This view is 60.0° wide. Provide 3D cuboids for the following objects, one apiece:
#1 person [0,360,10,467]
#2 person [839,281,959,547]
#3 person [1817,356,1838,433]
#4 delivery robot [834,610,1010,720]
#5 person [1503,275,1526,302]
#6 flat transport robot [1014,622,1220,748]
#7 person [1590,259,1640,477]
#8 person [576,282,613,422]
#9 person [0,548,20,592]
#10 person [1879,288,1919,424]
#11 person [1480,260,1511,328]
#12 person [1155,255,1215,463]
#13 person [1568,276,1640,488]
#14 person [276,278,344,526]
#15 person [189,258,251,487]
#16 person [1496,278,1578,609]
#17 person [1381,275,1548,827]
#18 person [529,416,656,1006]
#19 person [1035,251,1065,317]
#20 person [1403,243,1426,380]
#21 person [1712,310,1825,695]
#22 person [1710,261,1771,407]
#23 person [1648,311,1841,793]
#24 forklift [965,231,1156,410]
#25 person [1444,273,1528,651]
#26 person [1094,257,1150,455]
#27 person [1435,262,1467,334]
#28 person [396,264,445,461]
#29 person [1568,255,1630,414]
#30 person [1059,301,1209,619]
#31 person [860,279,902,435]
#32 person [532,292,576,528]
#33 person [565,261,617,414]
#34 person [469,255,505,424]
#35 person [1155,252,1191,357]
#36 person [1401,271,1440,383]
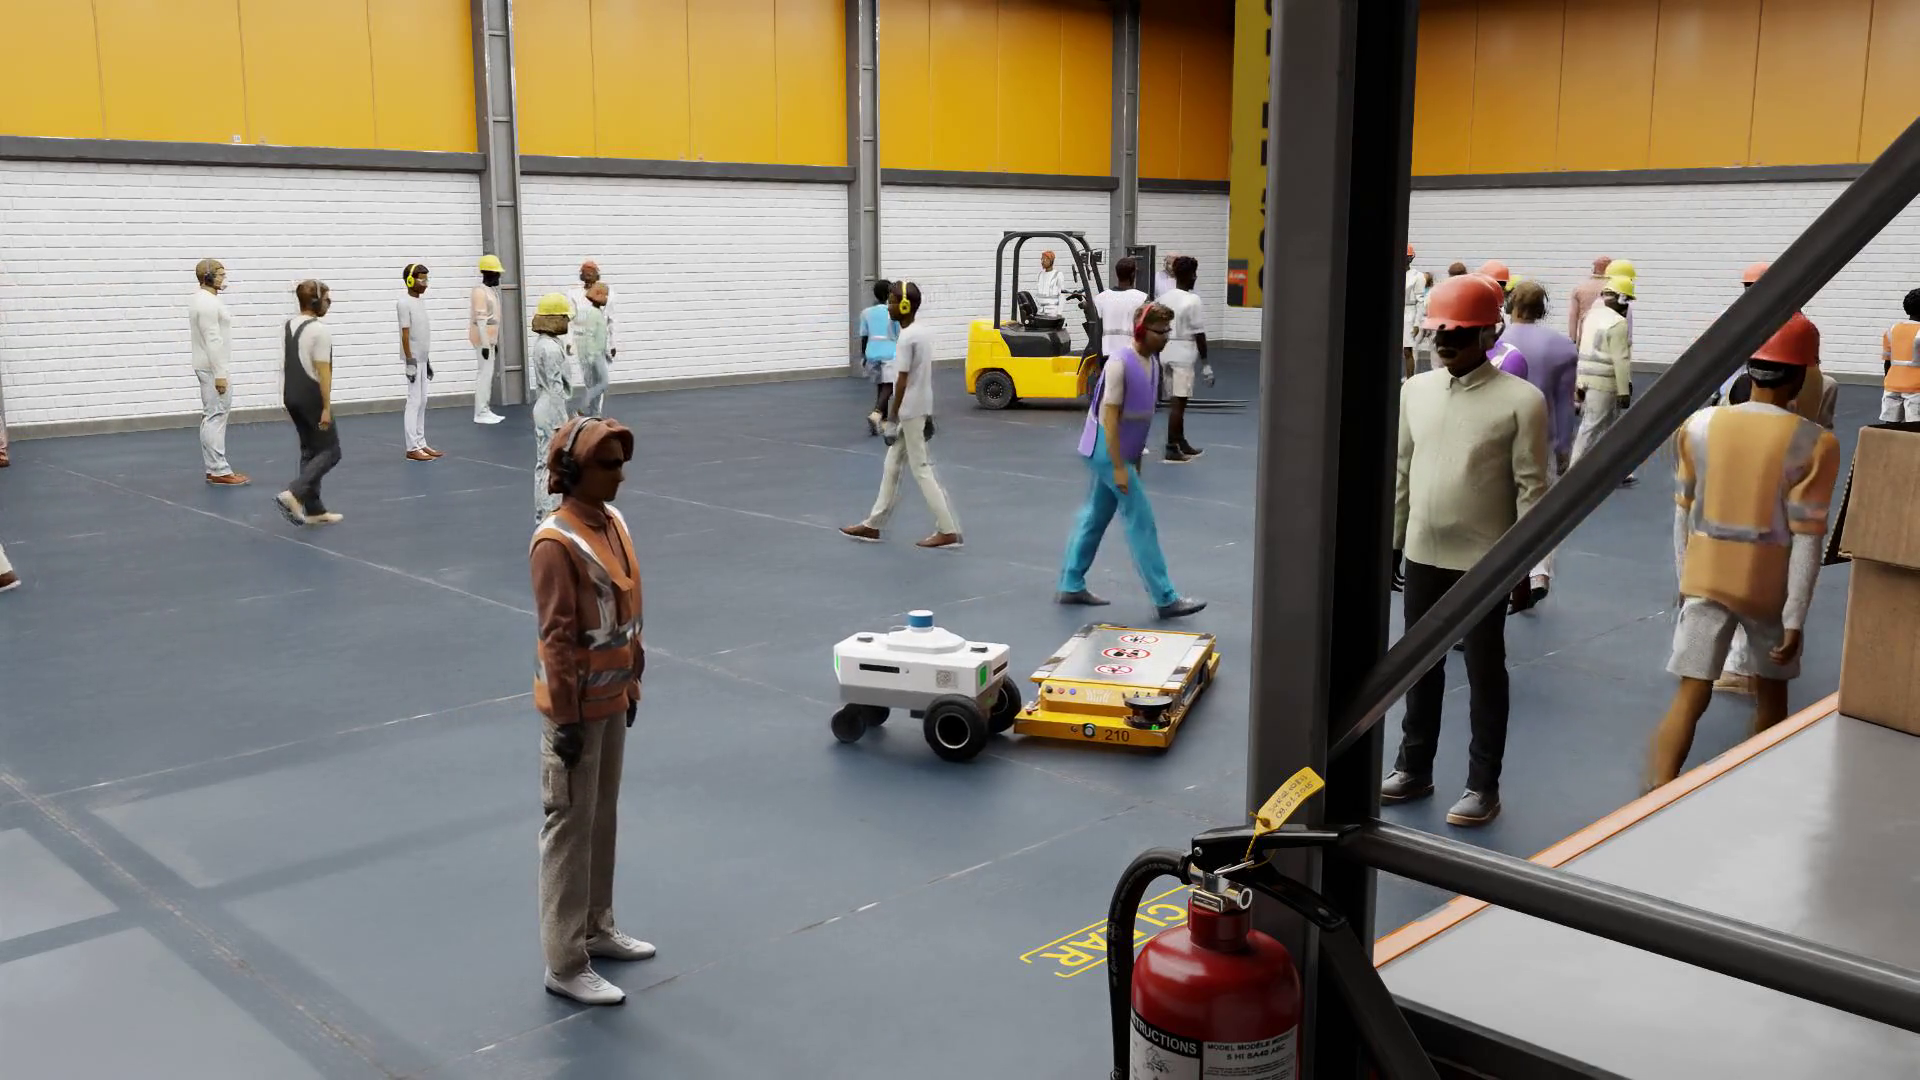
[{"bbox_3d":[-9.055,-1.597,15.264,0.660,1.897,0.394,6,12,32],"label":"person"},{"bbox_3d":[-0.409,-0.850,11.410,0.887,1.816,0.552,1,10,8],"label":"person"},{"bbox_3d":[4.696,-0.406,9.468,0.499,1.632,0.285,2,11,8],"label":"person"},{"bbox_3d":[-0.163,0.540,6.998,0.707,0.478,0.477,4,11,20],"label":"delivery robot"},{"bbox_3d":[5.420,-1.753,16.515,0.406,1.748,0.522,1,10,6],"label":"person"},{"bbox_3d":[0.749,0.626,7.557,0.652,0.197,1.431,3,11,17],"label":"flat transport robot"},{"bbox_3d":[5.710,-1.490,14.577,0.380,1.926,0.590,-1,10,-3],"label":"person"},{"bbox_3d":[-4.020,-2.044,18.439,0.348,1.616,0.524,0,10,-3],"label":"person"},{"bbox_3d":[-5.906,-0.539,9.648,0.572,1.875,0.560,-6,12,-28],"label":"person"},{"bbox_3d":[7.945,-1.252,13.913,0.319,1.696,0.532,-3,11,-17],"label":"person"},{"bbox_3d":[4.213,-1.255,13.272,0.545,1.938,0.361,-3,11,-17],"label":"person"},{"bbox_3d":[2.117,-1.694,15.672,0.519,1.966,0.642,-6,12,-28],"label":"person"},{"bbox_3d":[5.456,-1.295,13.856,0.772,1.791,0.628,0,10,-2],"label":"person"},{"bbox_3d":[-4.753,-0.971,12.033,0.542,1.825,0.528,6,12,31],"label":"person"},{"bbox_3d":[-6.352,-1.426,14.199,0.373,1.940,0.628,-6,12,-29],"label":"person"},{"bbox_3d":[3.235,-0.553,9.590,0.644,1.901,0.935,1,10,3],"label":"person"},{"bbox_3d":[1.798,0.042,6.048,0.401,1.989,0.623,-9,14,-41],"label":"person"},{"bbox_3d":[-1.043,0.468,4.694,0.311,1.636,0.521,1,10,7],"label":"person"},{"bbox_3d":[1.393,-3.588,26.136,0.341,1.882,0.587,-9,14,-40],"label":"person"},{"bbox_3d":[5.783,-2.874,21.807,0.381,2.045,0.605,-8,13,-38],"label":"person"},{"bbox_3d":[3.730,-0.201,7.779,0.625,1.847,0.429,-9,14,-41],"label":"person"},{"bbox_3d":[6.009,-1.143,12.665,0.550,1.933,0.375,9,13,39],"label":"person"},{"bbox_3d":[2.663,0.161,5.693,0.541,1.894,0.983,9,14,41],"label":"person"},{"bbox_3d":[1.222,-2.721,20.561,2.313,2.155,1.214,2,11,13],"label":"forklift"},{"bbox_3d":[2.636,-0.397,8.587,0.360,1.939,0.543,-5,12,-27],"label":"person"},{"bbox_3d":[1.579,-1.768,16.122,0.590,1.919,0.391,6,12,29],"label":"person"},{"bbox_3d":[6.063,-2.462,20.245,0.534,1.805,0.695,-10,14,-44],"label":"person"},{"bbox_3d":[-5.155,-1.687,15.841,0.329,1.861,0.507,0,10,0],"label":"person"},{"bbox_3d":[7.544,-2.398,19.628,0.681,1.899,0.433,6,12,29],"label":"person"},{"bbox_3d":[0.977,-0.435,9.298,1.011,1.762,0.571,4,11,22],"label":"person"},{"bbox_3d":[-0.848,-1.957,17.830,0.540,1.679,0.768,5,11,24],"label":"person"},{"bbox_3d":[-2.778,-0.823,11.440,0.324,1.743,0.490,-4,11,-23],"label":"person"},{"bbox_3d":[-4.276,-2.312,19.334,0.581,1.849,0.952,0,10,-2],"label":"person"},{"bbox_3d":[-5.359,-2.282,18.942,0.435,1.912,0.590,0,10,-1],"label":"person"},{"bbox_3d":[2.812,-2.886,22.269,0.638,1.902,0.407,-3,11,-14],"label":"person"},{"bbox_3d":[6.594,-3.015,23.735,0.714,1.608,0.535,-5,11,-23],"label":"person"}]
